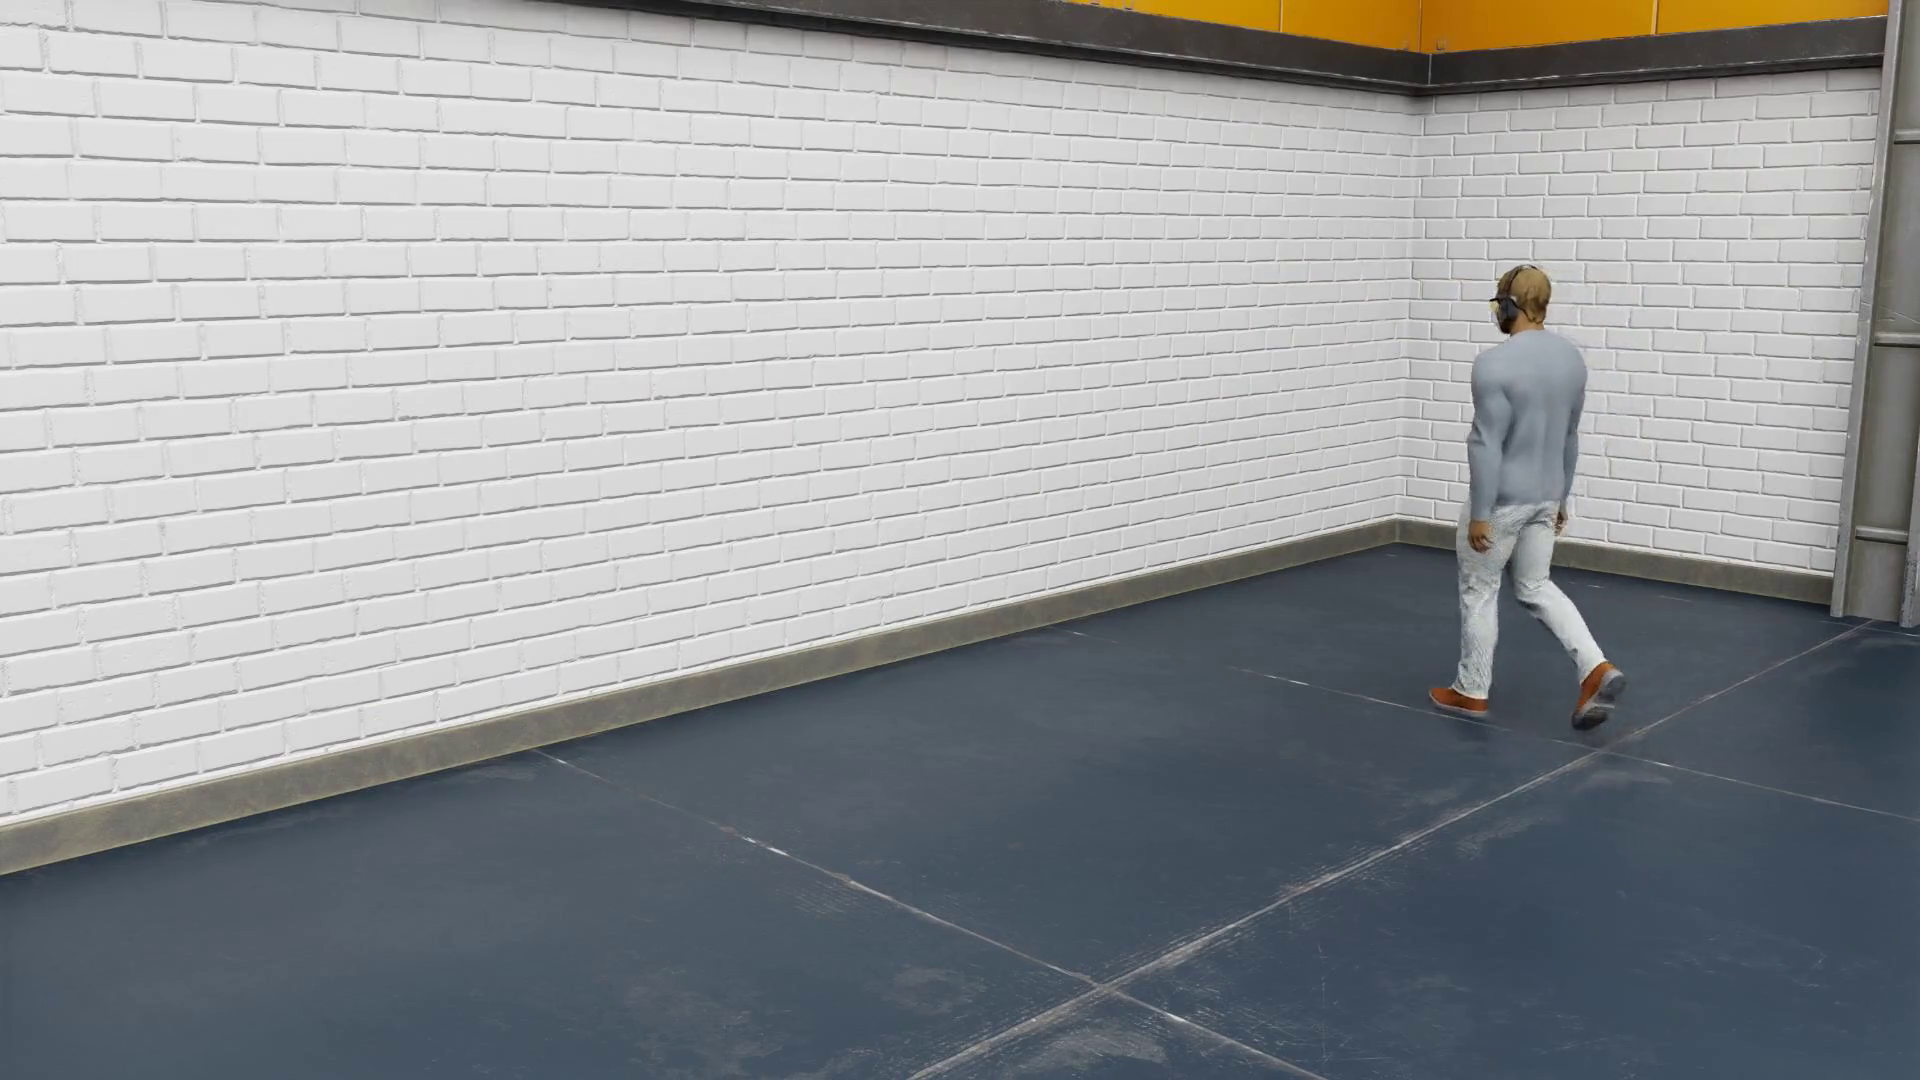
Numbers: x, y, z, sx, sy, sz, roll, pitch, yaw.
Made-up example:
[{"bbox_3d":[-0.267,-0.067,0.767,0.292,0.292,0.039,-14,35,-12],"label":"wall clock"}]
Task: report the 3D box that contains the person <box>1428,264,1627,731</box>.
[{"bbox_3d":[2.324,-0.156,6.762,0.635,1.915,0.807,-6,12,-31],"label":"person"}]
